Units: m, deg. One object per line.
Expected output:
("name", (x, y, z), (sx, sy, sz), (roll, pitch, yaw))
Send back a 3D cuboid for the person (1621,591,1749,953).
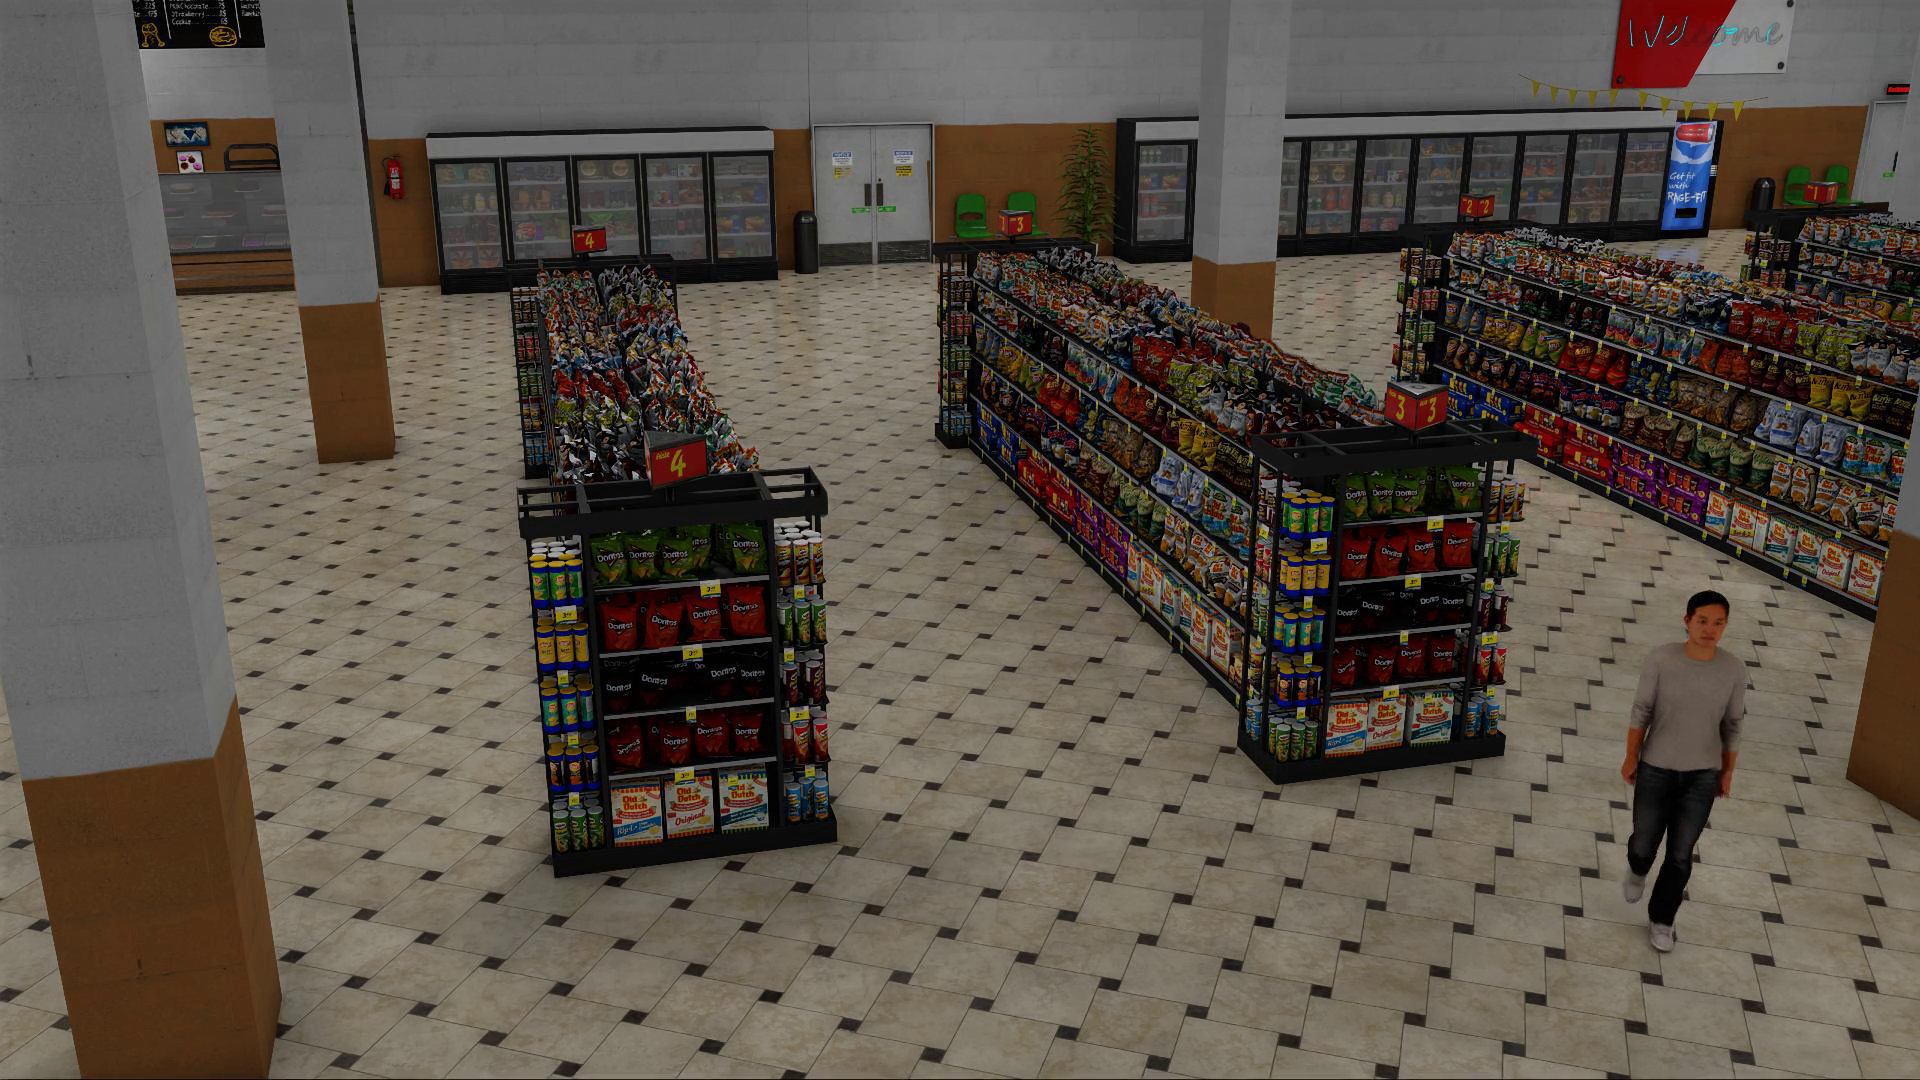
("person", (3.472, 1.069, 8.082), (0.855, 1.801, 0.938), (4, 19, 13))
